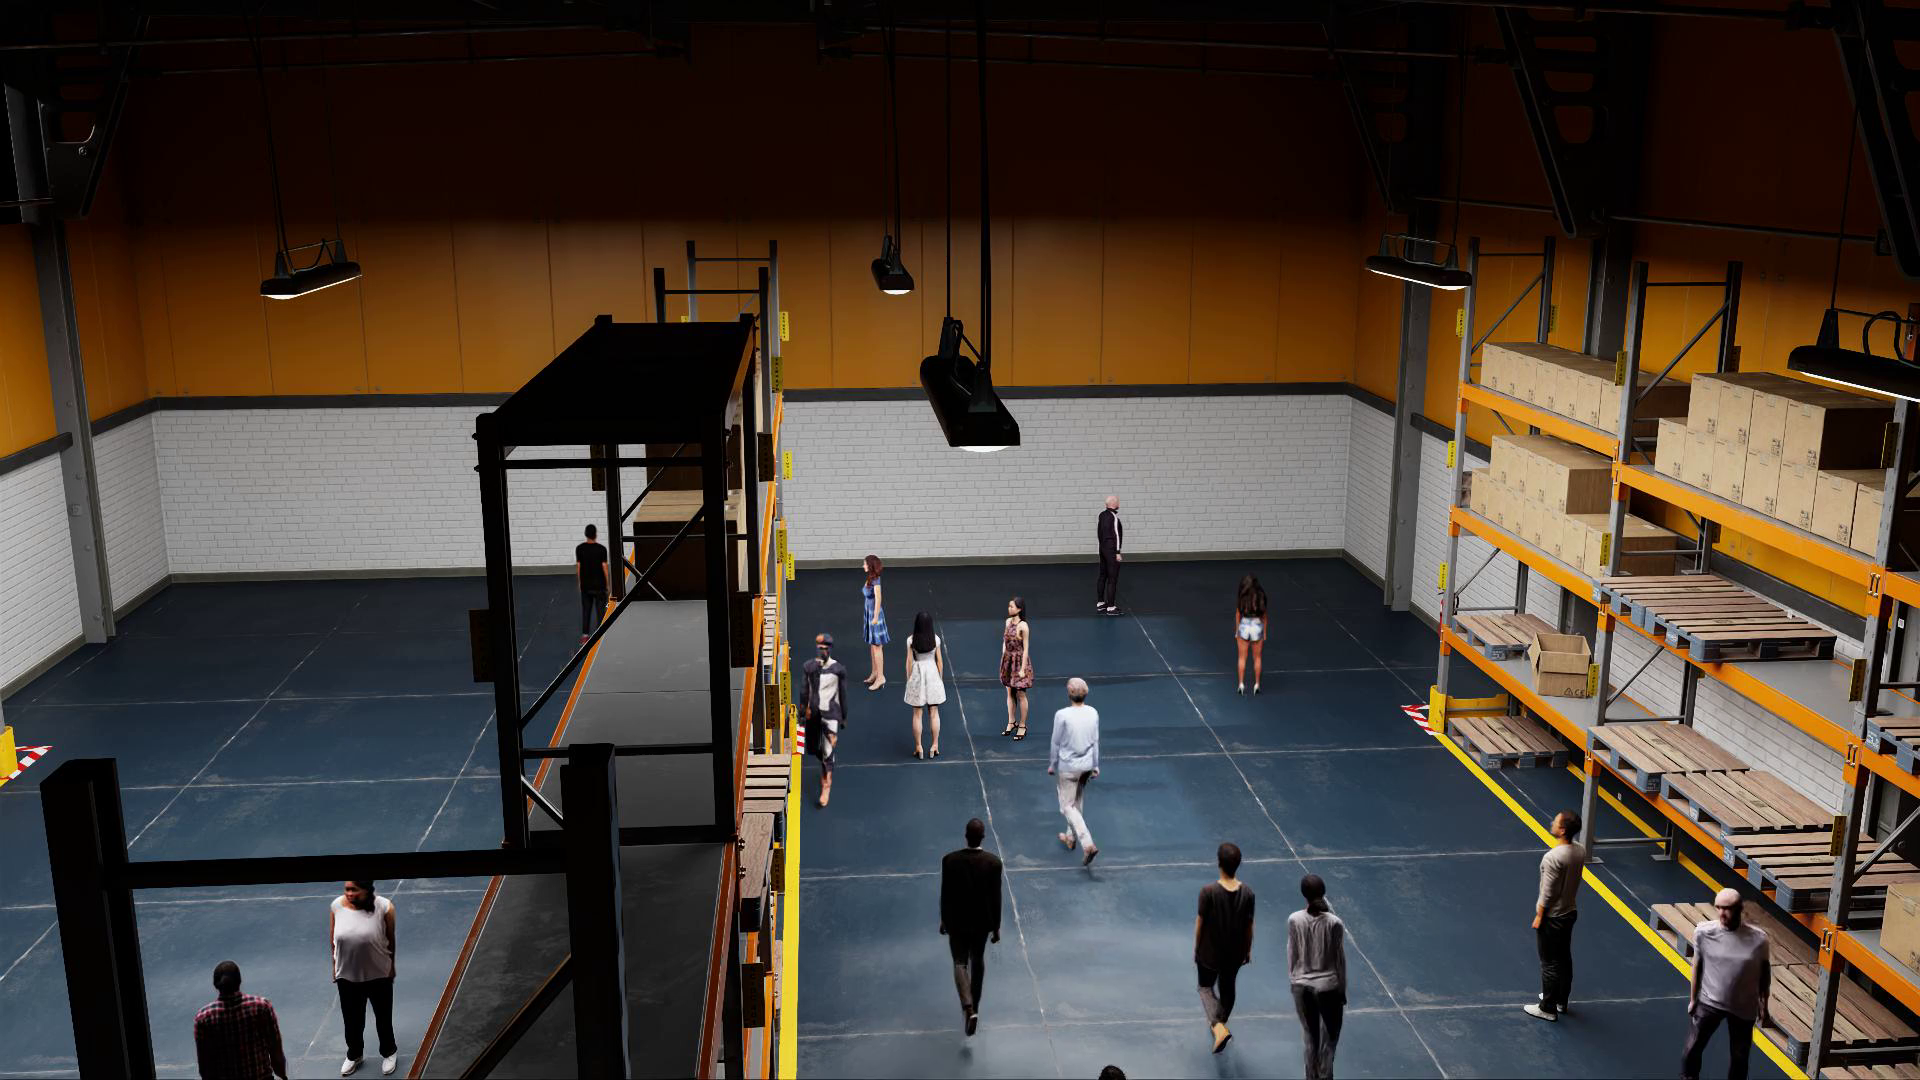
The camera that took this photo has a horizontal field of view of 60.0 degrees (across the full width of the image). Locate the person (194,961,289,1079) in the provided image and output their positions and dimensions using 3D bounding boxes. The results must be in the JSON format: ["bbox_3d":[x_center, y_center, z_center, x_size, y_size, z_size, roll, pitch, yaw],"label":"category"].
[{"bbox_3d":[-4.860,3.694,11.282,0.798,1.739,1.110,-4,14,-14],"label":"person"}]

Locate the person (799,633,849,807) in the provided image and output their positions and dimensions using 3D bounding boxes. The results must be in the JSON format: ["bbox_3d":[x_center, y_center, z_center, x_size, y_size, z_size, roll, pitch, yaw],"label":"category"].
[{"bbox_3d":[-1.490,1.922,18.317,0.918,1.872,1.178,3,14,12],"label":"person"}]

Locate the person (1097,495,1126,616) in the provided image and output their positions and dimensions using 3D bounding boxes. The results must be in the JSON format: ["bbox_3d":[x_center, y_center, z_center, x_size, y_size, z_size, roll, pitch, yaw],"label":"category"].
[{"bbox_3d":[2.286,0.208,25.470,0.816,1.836,0.651,-7,15,-25],"label":"person"}]

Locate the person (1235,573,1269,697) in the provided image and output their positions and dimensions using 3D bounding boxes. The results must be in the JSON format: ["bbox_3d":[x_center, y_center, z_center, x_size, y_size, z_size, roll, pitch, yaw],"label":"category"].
[{"bbox_3d":[3.787,1.231,21.707,0.637,1.620,0.656,3,14,12],"label":"person"}]

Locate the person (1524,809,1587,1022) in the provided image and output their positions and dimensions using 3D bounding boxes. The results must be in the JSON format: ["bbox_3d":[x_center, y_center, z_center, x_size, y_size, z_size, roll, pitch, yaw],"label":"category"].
[{"bbox_3d":[4.934,3.071,13.700,0.730,1.811,0.743,-11,17,-37],"label":"person"}]

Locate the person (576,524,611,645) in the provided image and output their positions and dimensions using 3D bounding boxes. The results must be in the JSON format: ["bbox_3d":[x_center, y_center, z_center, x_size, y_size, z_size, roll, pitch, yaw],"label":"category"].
[{"bbox_3d":[-5.261,0.635,23.877,0.674,1.756,0.627,2,14,7],"label":"person"}]

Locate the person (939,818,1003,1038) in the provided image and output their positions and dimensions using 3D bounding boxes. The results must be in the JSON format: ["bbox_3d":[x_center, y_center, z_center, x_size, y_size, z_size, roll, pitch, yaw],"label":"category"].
[{"bbox_3d":[0.091,3.148,13.458,0.671,1.777,1.056,-2,14,-6],"label":"person"}]

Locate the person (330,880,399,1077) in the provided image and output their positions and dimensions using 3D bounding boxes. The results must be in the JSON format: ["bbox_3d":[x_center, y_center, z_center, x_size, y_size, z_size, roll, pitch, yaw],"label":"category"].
[{"bbox_3d":[-4.625,3.326,12.911,0.667,1.688,0.610,0,14,-1],"label":"person"}]

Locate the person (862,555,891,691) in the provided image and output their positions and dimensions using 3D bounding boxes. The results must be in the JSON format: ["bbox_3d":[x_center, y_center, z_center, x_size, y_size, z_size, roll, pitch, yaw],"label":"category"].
[{"bbox_3d":[-1.147,1.075,21.955,0.760,1.805,0.560,-3,14,-13],"label":"person"}]

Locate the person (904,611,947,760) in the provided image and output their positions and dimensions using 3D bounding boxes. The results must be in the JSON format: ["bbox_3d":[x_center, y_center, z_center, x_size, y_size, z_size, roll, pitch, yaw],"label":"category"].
[{"bbox_3d":[-0.419,1.687,19.496,0.629,1.773,0.608,-1,14,-5],"label":"person"}]

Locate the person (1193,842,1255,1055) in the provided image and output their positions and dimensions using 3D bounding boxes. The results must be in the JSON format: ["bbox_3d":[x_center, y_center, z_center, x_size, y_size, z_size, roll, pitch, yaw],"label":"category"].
[{"bbox_3d":[2.090,3.253,13.178,0.646,1.703,0.868,-2,14,-7],"label":"person"}]

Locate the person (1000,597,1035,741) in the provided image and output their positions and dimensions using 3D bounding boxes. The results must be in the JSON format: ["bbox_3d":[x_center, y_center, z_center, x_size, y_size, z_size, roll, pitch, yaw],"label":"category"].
[{"bbox_3d":[0.673,1.539,20.105,0.856,1.775,0.776,-10,17,-36],"label":"person"}]

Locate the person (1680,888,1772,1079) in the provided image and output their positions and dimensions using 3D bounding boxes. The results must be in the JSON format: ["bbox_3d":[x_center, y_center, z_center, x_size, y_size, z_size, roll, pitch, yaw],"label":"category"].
[{"bbox_3d":[5.694,3.420,12.242,0.871,1.820,0.828,3,14,12],"label":"person"}]

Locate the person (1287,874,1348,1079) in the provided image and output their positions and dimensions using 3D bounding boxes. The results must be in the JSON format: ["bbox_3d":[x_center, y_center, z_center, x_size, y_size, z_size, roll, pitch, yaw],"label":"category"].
[{"bbox_3d":[2.647,3.399,12.469,0.756,1.754,0.787,7,15,26],"label":"person"}]

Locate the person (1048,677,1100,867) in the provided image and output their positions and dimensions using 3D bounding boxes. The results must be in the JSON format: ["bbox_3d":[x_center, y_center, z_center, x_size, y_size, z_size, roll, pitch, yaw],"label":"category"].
[{"bbox_3d":[1.190,2.334,16.638,0.961,1.862,1.262,-7,15,-27],"label":"person"}]
